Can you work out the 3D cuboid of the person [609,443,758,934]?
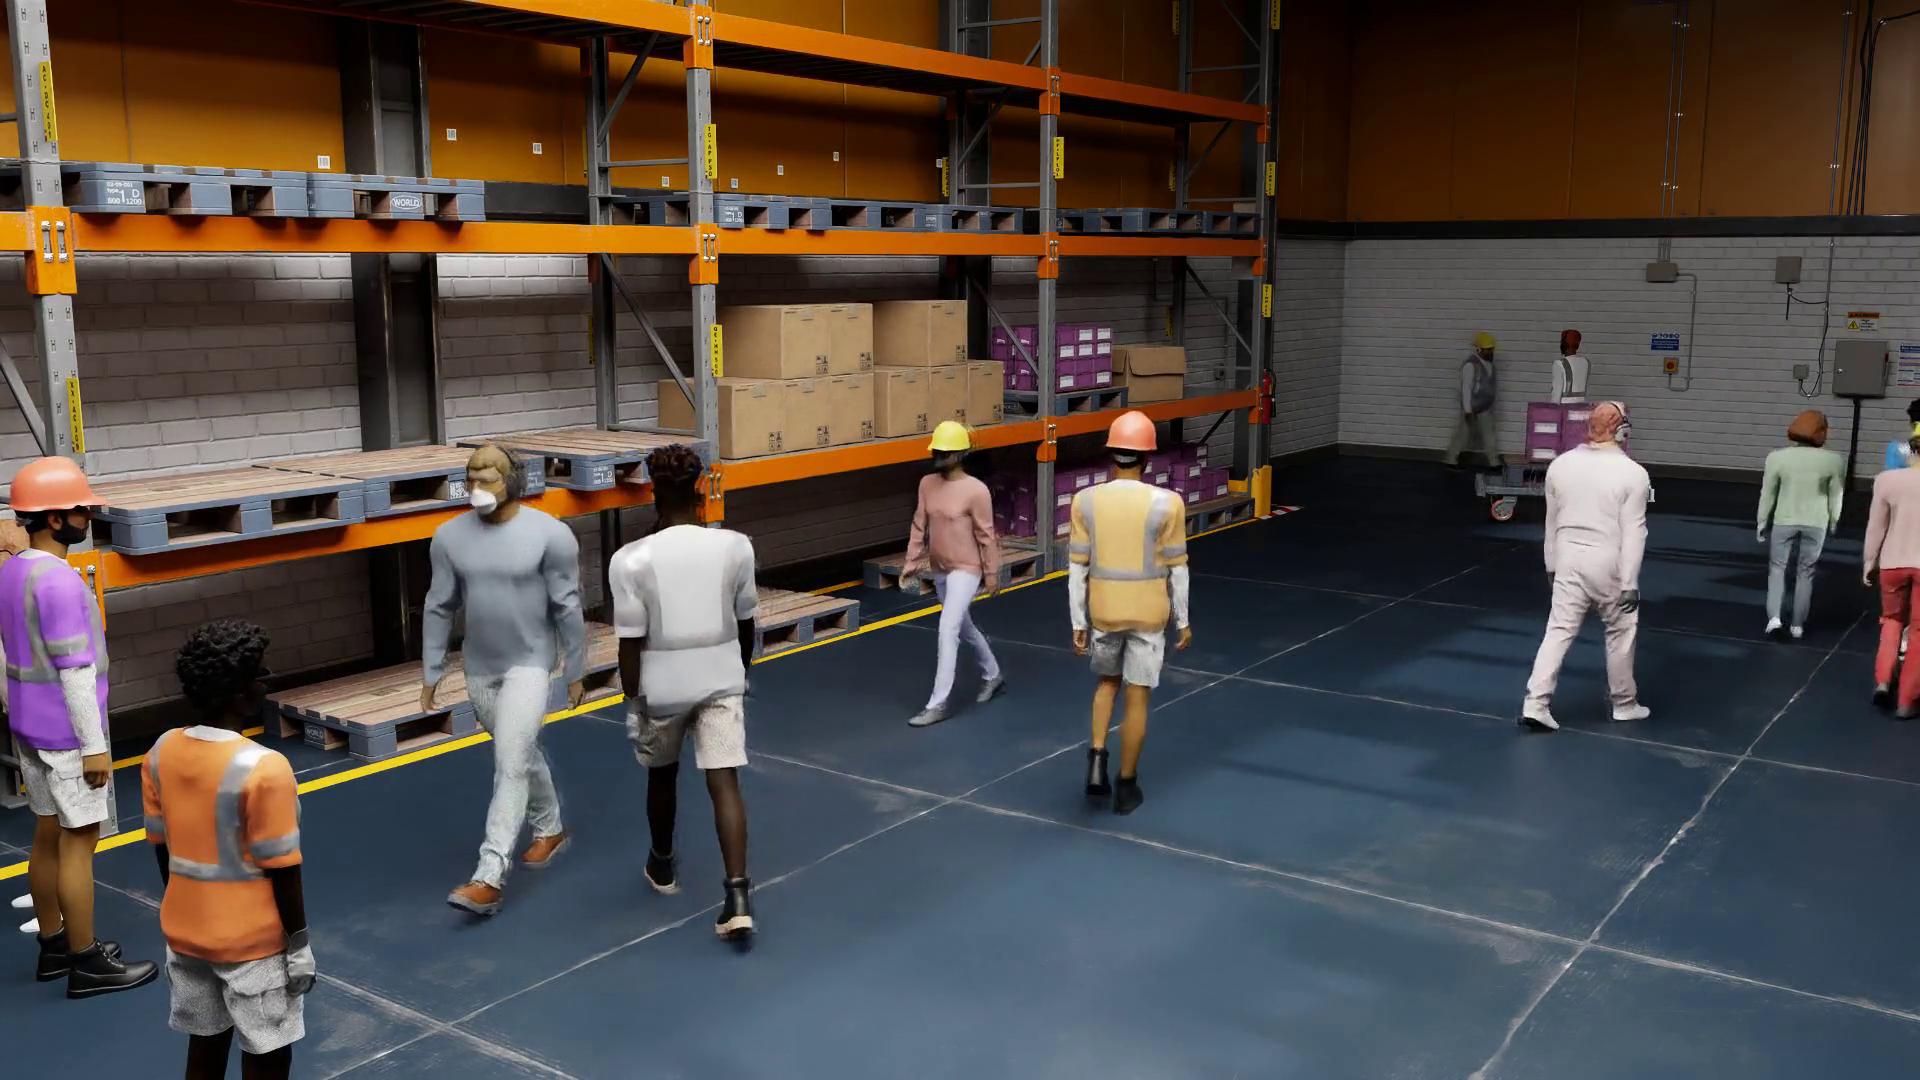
[{"bbox_3d":[-1.071,0.575,6.596,0.602,1.925,1.021,-3,10,-19],"label":"person"}]

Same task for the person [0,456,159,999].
[{"bbox_3d":[-3.197,0.667,5.970,0.543,1.939,0.362,8,13,41],"label":"person"}]

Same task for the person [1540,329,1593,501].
[{"bbox_3d":[6.625,-1.353,18.165,0.578,1.883,0.353,-6,11,-32],"label":"person"}]

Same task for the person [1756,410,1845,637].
[{"bbox_3d":[5.816,-0.102,11.531,0.530,1.616,0.454,4,10,24],"label":"person"}]

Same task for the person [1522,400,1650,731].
[{"bbox_3d":[3.534,0.150,9.293,0.971,1.866,0.654,-7,12,-36],"label":"person"}]

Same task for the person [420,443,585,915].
[{"bbox_3d":[-1.914,0.545,6.858,0.649,1.878,1.033,2,10,14],"label":"person"}]

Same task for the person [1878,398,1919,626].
[{"bbox_3d":[6.727,-0.160,11.674,0.576,1.672,0.498,2,10,10],"label":"person"}]

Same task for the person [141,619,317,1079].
[{"bbox_3d":[-1.916,1.048,4.420,0.540,1.695,0.317,5,11,29],"label":"person"}]

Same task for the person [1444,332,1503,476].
[{"bbox_3d":[6.344,-1.659,20.363,0.654,1.766,0.932,-7,12,-35],"label":"person"}]

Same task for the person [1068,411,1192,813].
[{"bbox_3d":[0.816,0.347,7.925,0.554,1.921,0.401,4,10,23],"label":"person"}]

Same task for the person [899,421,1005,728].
[{"bbox_3d":[0.002,0.160,9.617,0.870,1.729,0.524,-9,13,-42],"label":"person"}]

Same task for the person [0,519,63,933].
[{"bbox_3d":[-3.685,0.722,6.589,0.284,1.626,0.493,-6,11,-33],"label":"person"}]

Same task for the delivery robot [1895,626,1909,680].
[{"bbox_3d":[5.751,0.656,9.868,0.477,0.478,0.707,9,13,43],"label":"delivery robot"}]

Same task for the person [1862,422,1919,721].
[{"bbox_3d":[5.481,0.160,9.518,0.383,1.753,0.551,-9,13,-44],"label":"person"}]
